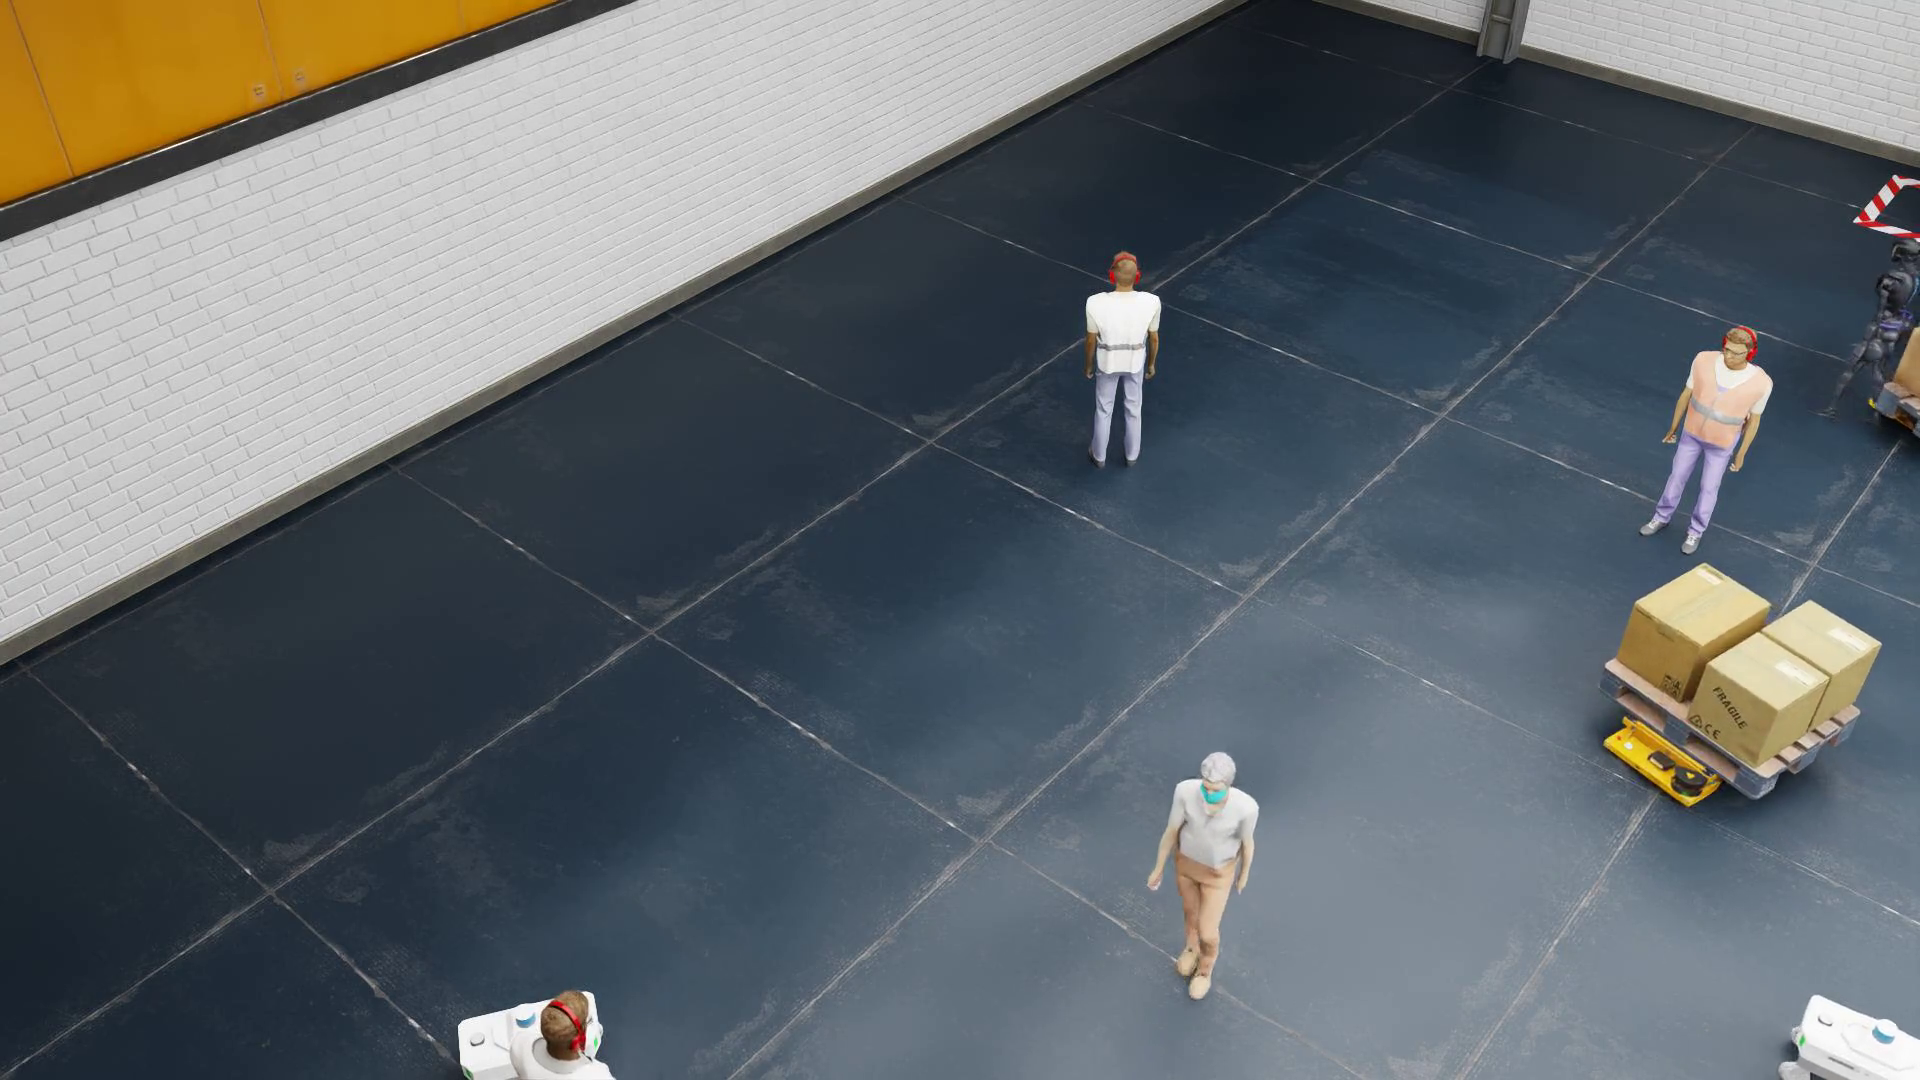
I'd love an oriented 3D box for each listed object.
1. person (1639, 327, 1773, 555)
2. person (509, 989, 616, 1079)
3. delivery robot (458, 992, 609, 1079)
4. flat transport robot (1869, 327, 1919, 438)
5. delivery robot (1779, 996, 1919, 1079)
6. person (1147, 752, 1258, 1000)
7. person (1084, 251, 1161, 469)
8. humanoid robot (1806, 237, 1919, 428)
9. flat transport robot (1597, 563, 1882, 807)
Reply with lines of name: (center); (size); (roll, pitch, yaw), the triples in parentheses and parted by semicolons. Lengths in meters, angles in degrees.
person: (5.386, -0.740, 11.948); (0.569, 1.843, 0.377); (30, 48, 32)
person: (-1.744, 2.734, 7.648); (0.563, 1.834, 0.406); (19, 42, 22)
delivery robot: (-2.269, 2.673, 8.756); (0.815, 0.614, 0.499); (-10, 40, -13)
flat transport robot: (8.116, -0.853, 13.345); (0.659, 0.231, 1.431); (-14, 41, -17)
delivery robot: (4.765, 2.736, 8.670); (0.781, 0.605, 0.499); (23, 44, 26)
person: (1.277, 1.785, 8.905); (0.479, 1.724, 0.542); (19, 43, 22)
person: (1.221, -1.341, 12.694); (0.565, 1.847, 0.390); (-1, 39, -1)
humanoid robot: (7.329, -1.643, 13.225); (0.610, 1.632, 0.585); (-30, 47, -32)
flat transport robot: (4.928, 1.190, 10.809); (1.431, 0.231, 0.659); (-23, 44, -26)
